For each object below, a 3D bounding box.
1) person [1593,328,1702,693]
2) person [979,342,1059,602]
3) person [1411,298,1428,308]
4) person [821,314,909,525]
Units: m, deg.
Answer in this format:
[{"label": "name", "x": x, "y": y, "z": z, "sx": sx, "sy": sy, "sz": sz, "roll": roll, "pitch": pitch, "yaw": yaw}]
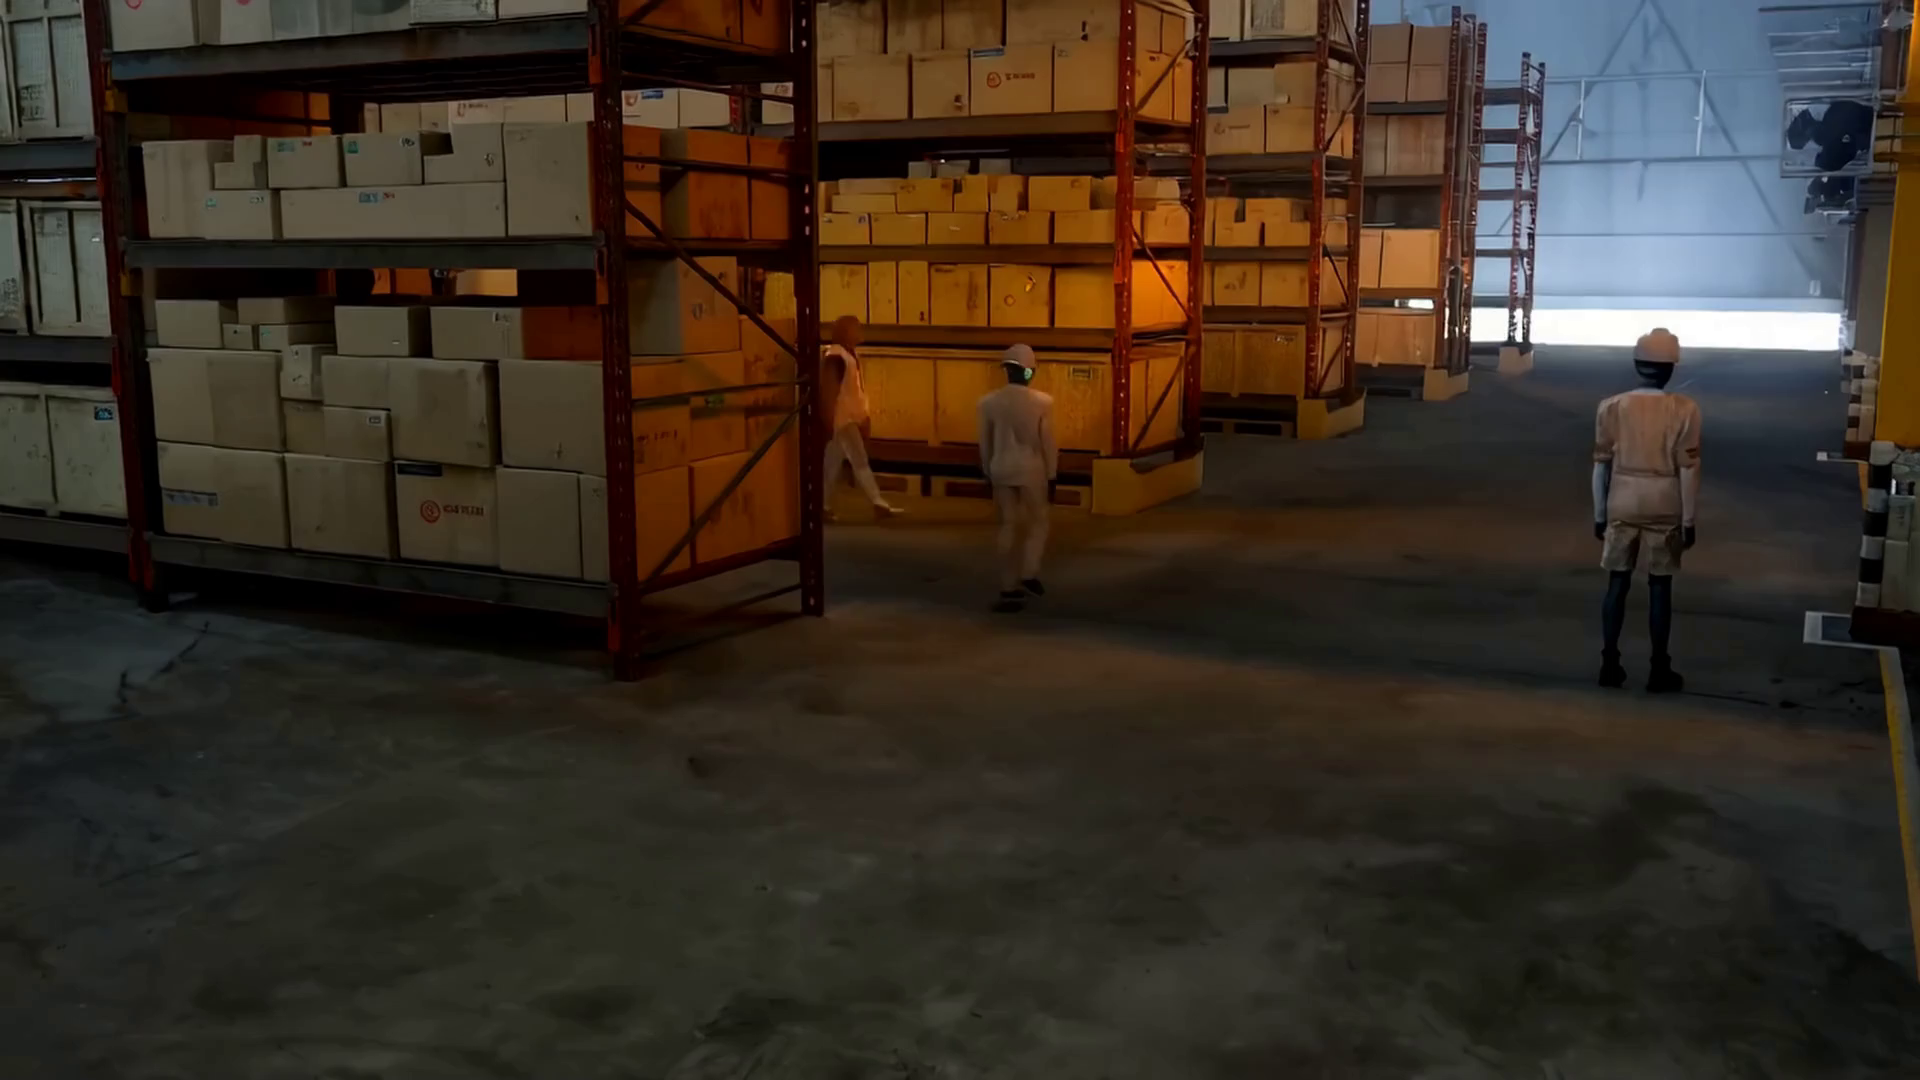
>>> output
[{"label": "person", "x": 3.653, "y": -0.155, "z": 8.867, "sx": 0.543, "sy": 1.939, "sz": 0.359, "roll": 8, "pitch": 12, "yaw": 38}, {"label": "person", "x": 0.417, "y": -0.451, "z": 11.156, "sx": 0.593, "sy": 1.734, "sz": 0.454, "roll": 5, "pitch": 11, "yaw": 28}, {"label": "person", "x": 8.928, "y": -4.069, "z": 32.389, "sx": 0.519, "sy": 1.639, "sz": 0.312, "roll": -9, "pitch": 13, "yaw": -42}, {"label": "person", "x": -0.862, "y": -1.019, "z": 14.258, "sx": 0.919, "sy": 1.798, "sz": 0.659, "roll": 1, "pitch": 10, "yaw": 8}]
